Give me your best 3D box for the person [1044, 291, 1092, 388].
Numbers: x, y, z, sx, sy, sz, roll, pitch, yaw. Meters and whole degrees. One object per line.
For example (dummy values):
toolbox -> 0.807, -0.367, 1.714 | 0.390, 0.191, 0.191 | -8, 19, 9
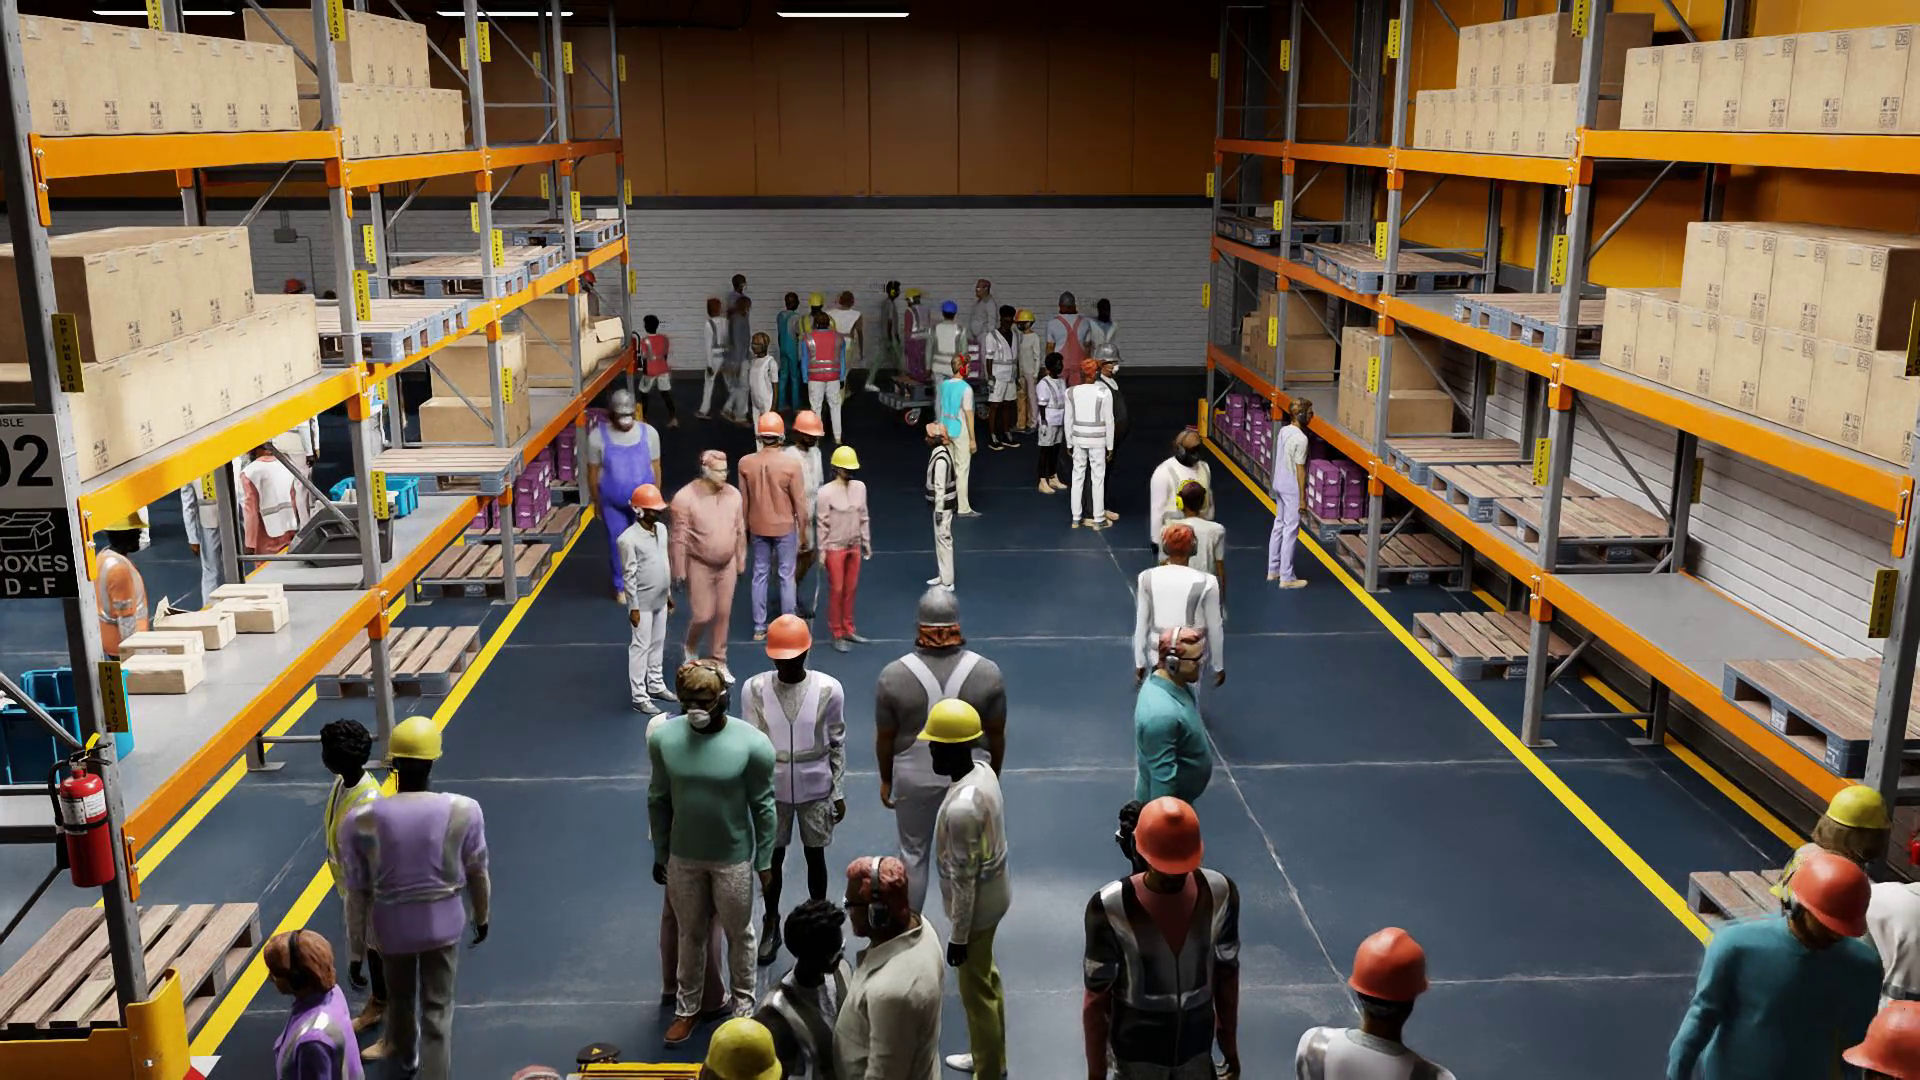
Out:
person -> 1.487, -2.498, 23.526 | 0.689, 2.000, 0.537 | -5, 15, -18

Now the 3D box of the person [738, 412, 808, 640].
person -> -1.589, -0.107, 14.223 | 0.622, 1.997, 0.371 | 4, 15, 16

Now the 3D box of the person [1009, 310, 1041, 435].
person -> 0.932, -2.386, 23.625 | 0.304, 1.772, 0.528 | -13, 19, -41

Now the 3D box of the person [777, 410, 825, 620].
person -> -1.393, -0.215, 14.838 | 0.487, 1.902, 0.558 | 6, 16, 23

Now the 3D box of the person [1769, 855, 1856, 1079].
person -> 3.163, 2.031, 6.308 | 0.525, 1.761, 0.340 | -10, 17, -33

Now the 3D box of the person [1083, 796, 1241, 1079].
person -> 0.771, 1.904, 6.276 | 0.614, 2.030, 0.408 | -4, 15, -13

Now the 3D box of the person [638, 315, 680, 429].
person -> -4.409, -2.434, 24.036 | 0.532, 1.654, 0.863 | -13, 19, -42

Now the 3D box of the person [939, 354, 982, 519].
person -> -0.025, -1.162, 18.664 | 0.388, 1.847, 0.564 | -10, 17, -34

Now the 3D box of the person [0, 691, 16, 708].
person -> -7.466, 0.347, 12.583 | 0.589, 1.927, 0.369 | 13, 19, 42

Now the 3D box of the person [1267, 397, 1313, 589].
person -> 3.179, -0.453, 15.915 | 0.351, 1.837, 0.502 | -4, 15, -13

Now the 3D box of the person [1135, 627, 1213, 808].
person -> 1.101, 1.364, 8.635 | 0.403, 1.906, 0.652 | 2, 14, 8

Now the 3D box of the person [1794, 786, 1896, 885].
person -> 3.676, 1.857, 7.026 | 0.325, 1.740, 0.492 | -2, 14, -9

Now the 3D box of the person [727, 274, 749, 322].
person -> -3.596, -3.373, 27.162 | 0.366, 1.939, 0.635 | 2, 14, 6

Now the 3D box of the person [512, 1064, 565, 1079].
person -> -1.096, 2.384, 4.689 | 0.709, 1.886, 0.404 | 0, 14, 0

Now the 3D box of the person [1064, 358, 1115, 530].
person -> 1.416, -1.045, 18.137 | 0.575, 1.882, 0.355 | 7, 16, 25

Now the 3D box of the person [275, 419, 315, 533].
person -> -7.139, -0.995, 17.870 | 0.584, 1.919, 0.375 | 10, 17, 34

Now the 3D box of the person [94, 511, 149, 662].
person -> -5.616, 0.685, 11.259 | 0.383, 1.924, 0.593 | -9, 17, -31

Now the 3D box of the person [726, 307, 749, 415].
person -> -3.376, -2.713, 25.206 | 0.298, 1.621, 0.505 | 4, 15, 14

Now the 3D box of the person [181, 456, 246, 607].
person -> -6.420, -0.099, 14.378 | 0.402, 1.909, 0.599 | 8, 16, 29

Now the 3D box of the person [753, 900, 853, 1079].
person -> -0.561, 2.105, 6.157 | 0.322, 1.690, 0.535 | 9, 17, 30

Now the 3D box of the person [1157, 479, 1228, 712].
person -> 1.686, 0.443, 12.422 | 0.540, 1.818, 0.960 | -2, 14, -9

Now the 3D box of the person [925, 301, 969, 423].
person -> -0.179, -2.447, 23.643 | 0.651, 1.889, 0.802 | 2, 14, 7

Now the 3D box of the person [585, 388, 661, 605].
person -> -3.096, -0.433, 15.419 | 0.691, 2.000, 0.631 | -5, 15, -20

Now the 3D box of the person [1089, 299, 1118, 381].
person -> 2.078, -2.517, 23.934 | 0.582, 1.867, 0.948 | -8, 16, -28

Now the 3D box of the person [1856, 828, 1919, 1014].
person -> 3.728, 1.946, 6.480 | 0.561, 1.839, 0.391 | 7, 16, 24

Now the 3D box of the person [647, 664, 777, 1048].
person -> -1.186, 1.515, 7.975 | 0.627, 1.940, 0.375 | 3, 15, 10

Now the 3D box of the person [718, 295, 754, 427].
person -> -3.263, -2.595, 24.176 | 0.555, 1.914, 0.637 | -2, 14, -7

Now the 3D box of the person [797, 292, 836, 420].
person -> -2.122, -2.720, 24.644 | 0.617, 1.911, 0.464 | 4, 15, 15

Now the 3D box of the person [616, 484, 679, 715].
person -> -2.344, 0.433, 12.586 | 0.322, 1.753, 0.562 | 6, 15, 21

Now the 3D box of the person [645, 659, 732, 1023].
person -> -1.329, 1.494, 8.274 | 0.561, 1.836, 0.392 | 10, 18, 35

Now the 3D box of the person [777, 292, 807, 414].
person -> -2.566, -2.844, 25.305 | 0.502, 1.836, 0.343 | 11, 18, 36

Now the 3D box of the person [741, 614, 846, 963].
person -> -0.875, 1.315, 8.764 | 0.551, 1.935, 0.375 | -1, 14, -2
